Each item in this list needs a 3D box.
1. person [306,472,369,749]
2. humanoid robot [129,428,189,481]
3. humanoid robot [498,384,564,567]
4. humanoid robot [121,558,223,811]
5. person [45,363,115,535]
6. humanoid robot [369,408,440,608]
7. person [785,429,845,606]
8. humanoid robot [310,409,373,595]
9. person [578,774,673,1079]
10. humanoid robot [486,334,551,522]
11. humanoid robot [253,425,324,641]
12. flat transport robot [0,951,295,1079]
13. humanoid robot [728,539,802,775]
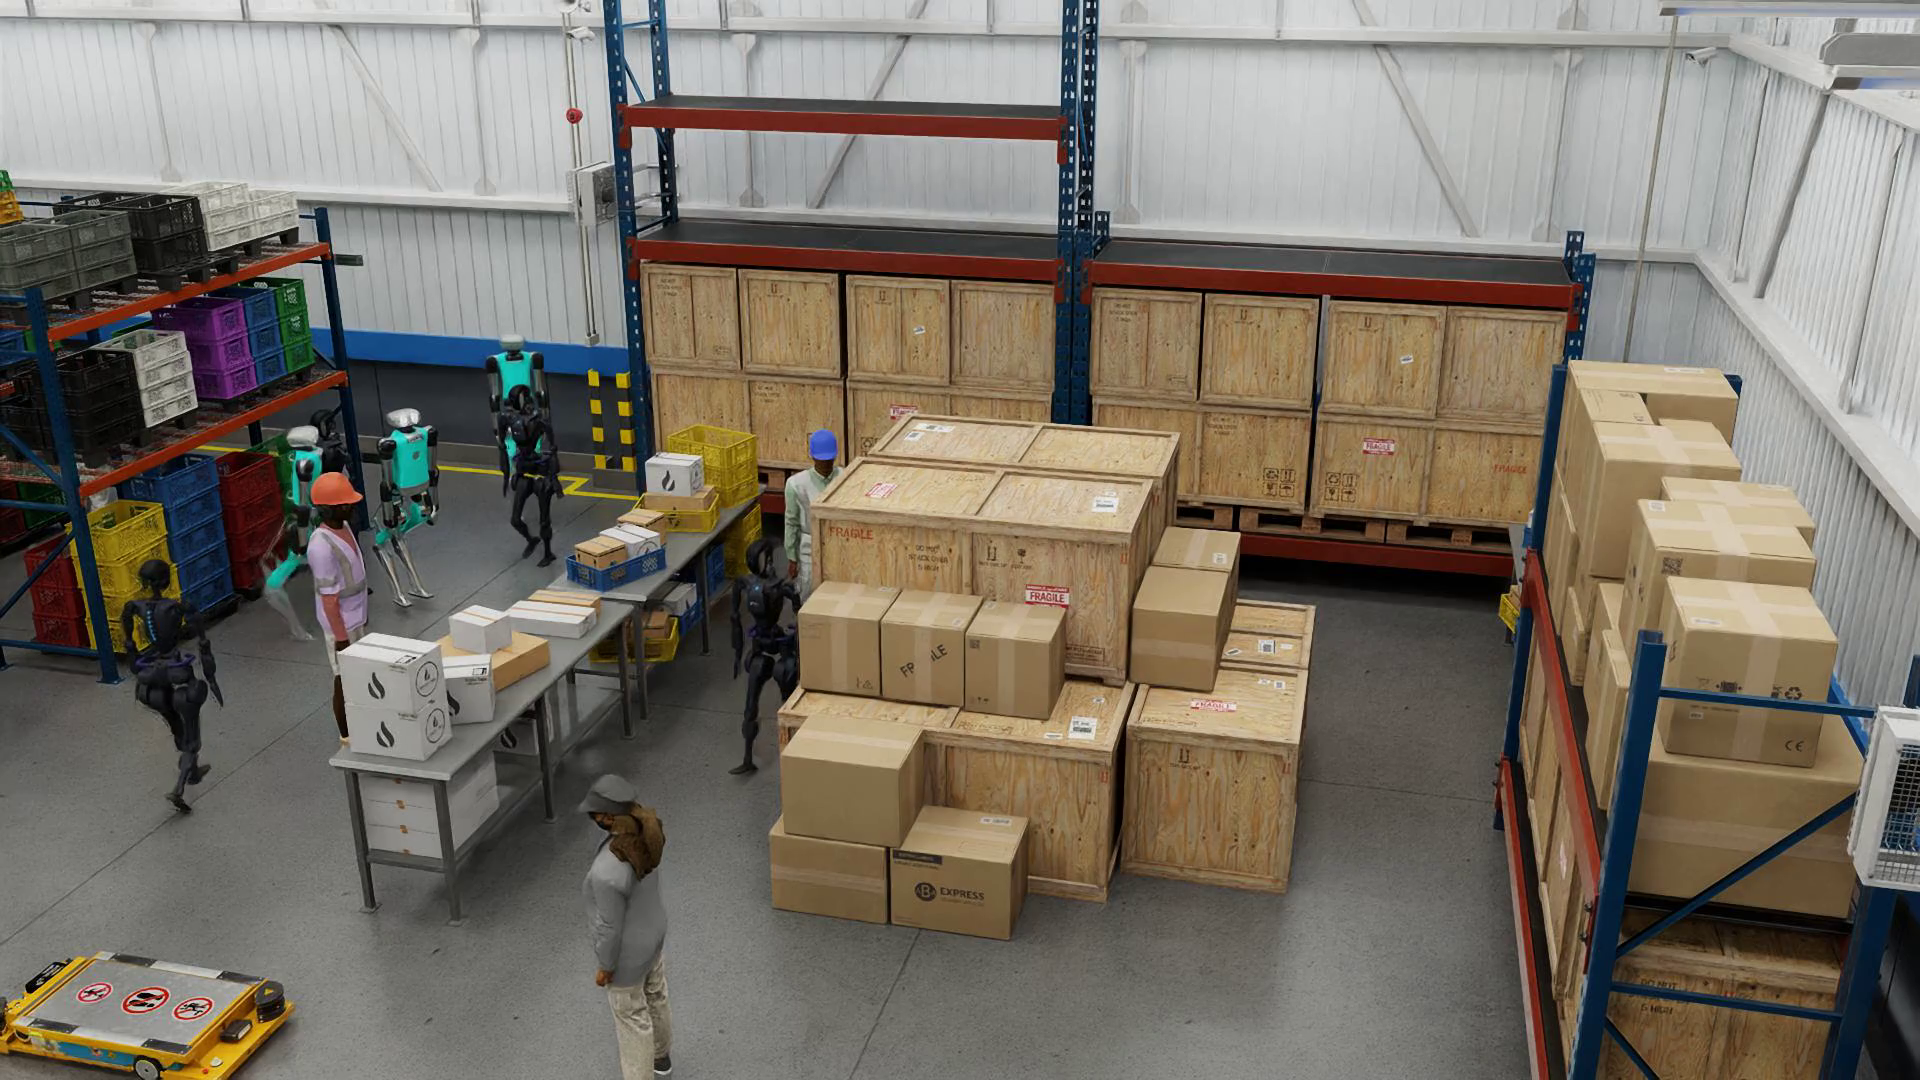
[{"bbox_3d":[-4.121,0.517,11.209,0.378,2.045,0.604,-3,21,-7],"label":"person"},{"bbox_3d":[-7.024,-0.670,14.805,0.535,1.822,0.784,15,25,34],"label":"humanoid robot"},{"bbox_3d":[-3.736,-0.561,14.541,0.604,1.651,0.341,5,22,13],"label":"humanoid robot"},{"bbox_3d":[-5.102,0.920,10.702,0.588,1.636,0.722,0,21,0],"label":"humanoid robot"},{"bbox_3d":[-7.599,-0.644,14.470,0.572,1.883,0.357,7,22,18],"label":"person"},{"bbox_3d":[-4.613,-0.294,13.634,0.767,1.690,0.530,15,25,34],"label":"humanoid robot"},{"bbox_3d":[-1.004,0.094,12.448,0.608,1.946,0.403,-8,22,-19],"label":"person"},{"bbox_3d":[-5.181,-0.293,13.824,0.599,1.653,0.315,12,24,28],"label":"humanoid robot"},{"bbox_3d":[-1.566,1.911,7.946,0.400,1.768,0.560,4,21,10],"label":"person"},{"bbox_3d":[-4.104,-1.005,15.631,0.544,1.803,0.675,-7,22,-18],"label":"humanoid robot"},{"bbox_3d":[-5.282,0.025,13.032,0.737,1.855,0.530,-5,22,-13],"label":"humanoid robot"},{"bbox_3d":[-4.270,2.464,8.601,1.431,0.231,0.659,5,22,13],"label":"flat transport robot"},{"bbox_3d":[-1.272,0.794,11.023,0.607,1.637,0.669,9,23,22],"label":"humanoid robot"}]
